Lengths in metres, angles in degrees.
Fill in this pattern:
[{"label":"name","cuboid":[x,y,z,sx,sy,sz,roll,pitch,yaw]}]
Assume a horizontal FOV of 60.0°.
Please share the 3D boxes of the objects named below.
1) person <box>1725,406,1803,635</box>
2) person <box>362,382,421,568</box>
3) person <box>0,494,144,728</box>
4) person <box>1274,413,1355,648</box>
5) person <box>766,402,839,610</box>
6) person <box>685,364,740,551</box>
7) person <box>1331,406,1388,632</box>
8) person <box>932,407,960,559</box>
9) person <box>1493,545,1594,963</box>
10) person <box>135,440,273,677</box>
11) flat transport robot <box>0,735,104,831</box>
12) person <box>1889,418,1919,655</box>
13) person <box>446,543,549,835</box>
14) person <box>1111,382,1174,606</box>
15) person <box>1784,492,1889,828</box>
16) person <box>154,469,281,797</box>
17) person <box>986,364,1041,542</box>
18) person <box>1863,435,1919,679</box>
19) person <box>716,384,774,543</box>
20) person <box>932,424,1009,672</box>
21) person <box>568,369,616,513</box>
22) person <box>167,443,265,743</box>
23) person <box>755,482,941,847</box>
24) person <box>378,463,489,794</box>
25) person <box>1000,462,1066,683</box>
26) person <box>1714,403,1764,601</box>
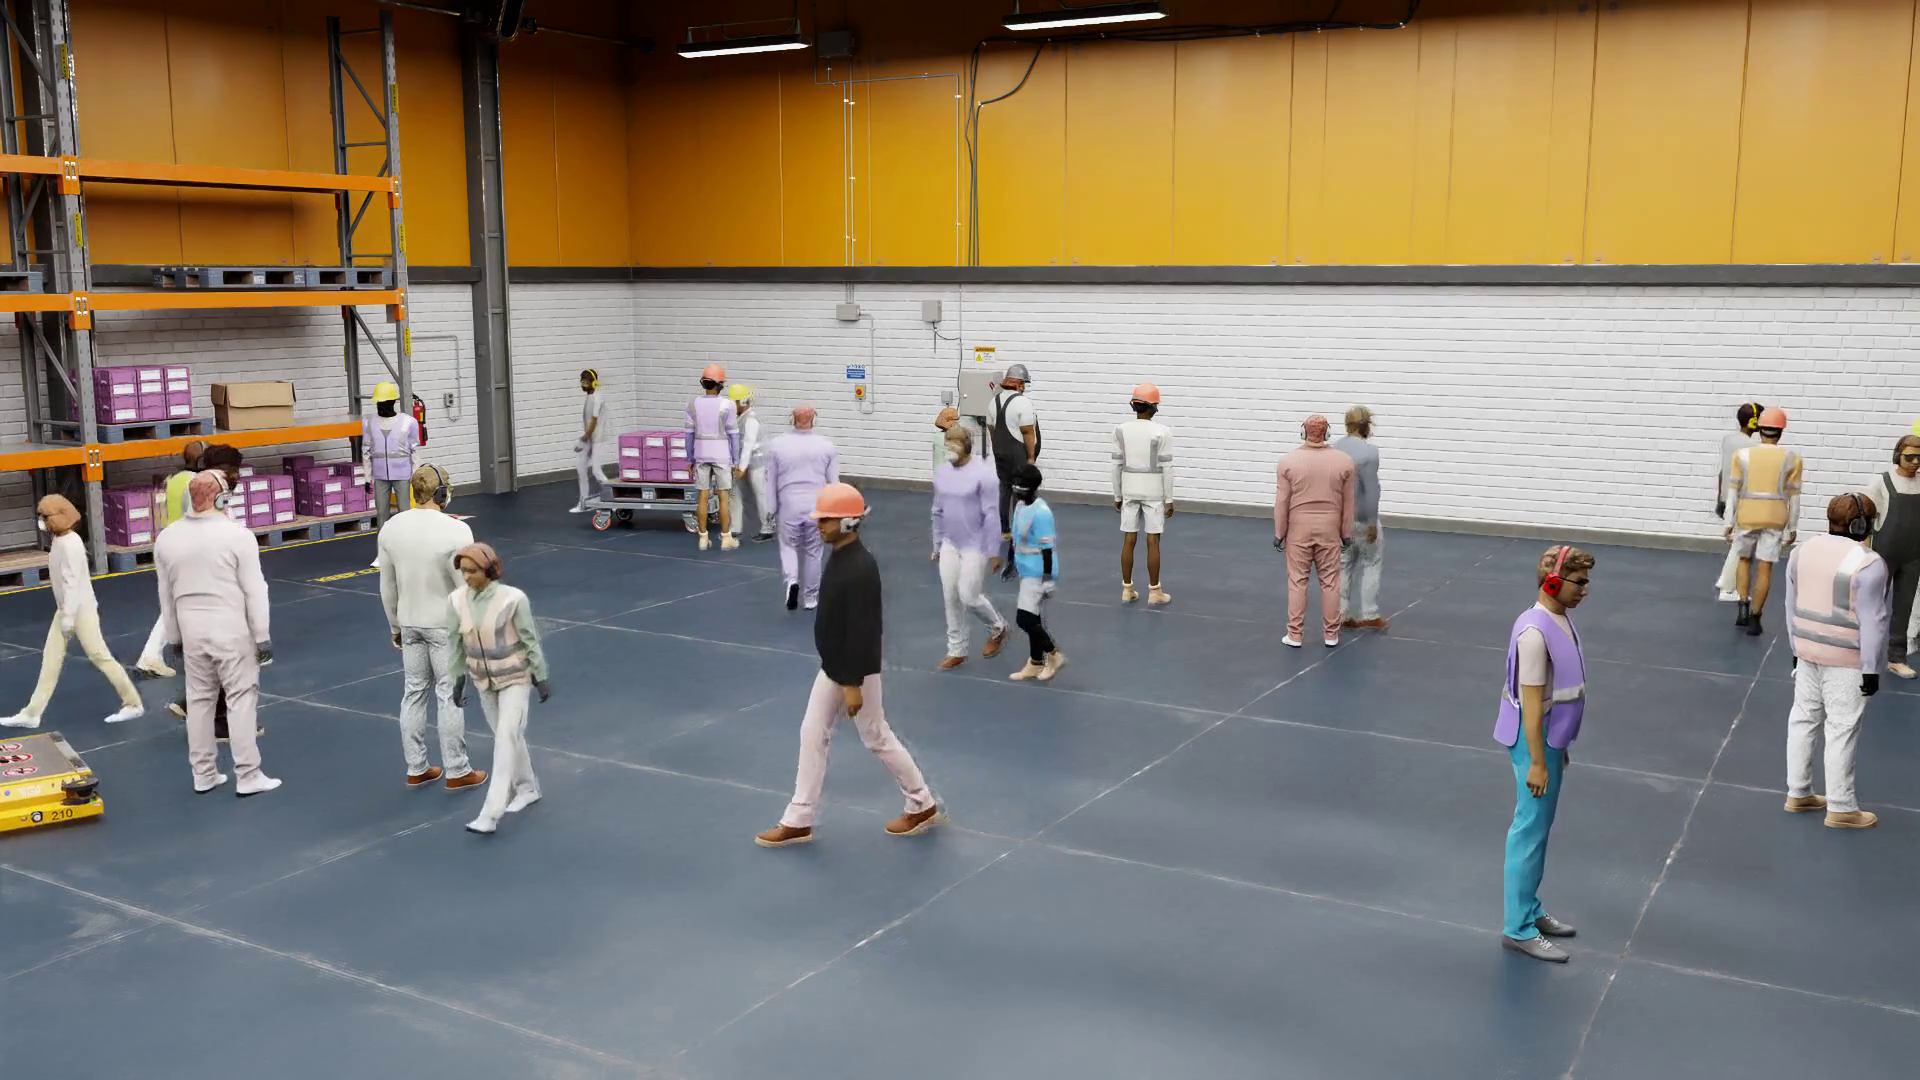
[{"label":"person","cuboid":[6.778,-0.166,14.030,0.558,1.913,0.570,5,11,31]},{"label":"person","cuboid":[-5.865,-0.671,17.171,0.589,1.924,0.384,0,9,-2]},{"label":"person","cuboid":[-5.936,0.475,11.081,0.866,1.578,0.520,-7,11,-37]},{"label":"person","cuboid":[2.858,-0.072,13.490,0.644,1.907,0.400,0,9,1]},{"label":"person","cuboid":[-1.398,-0.283,14.836,0.664,1.892,0.593,0,9,-3]},{"label":"person","cuboid":[-2.698,-0.903,18.254,0.615,2.040,0.391,2,9,12]},{"label":"person","cuboid":[3.367,-0.171,14.102,0.528,1.905,0.682,-6,11,-34]},{"label":"person","cuboid":[-0.135,-0.580,17.509,0.268,1.632,0.506,-4,10,-23]},{"label":"person","cuboid":[2.599,0.929,7.446,0.385,1.839,0.565,5,10,27]},{"label":"person","cuboid":[-5.785,0.140,12.543,0.631,1.798,0.948,8,12,41]},{"label":"flat transport robot","cuboid":[-5.437,1.371,9.571,0.652,0.197,1.431,-7,11,-37]},{"label":"person","cuboid":[7.682,-0.040,13.270,0.588,1.912,0.602,-5,10,-28]},{"label":"person","cuboid":[-2.557,0.795,9.101,0.536,1.576,0.820,4,10,21]},{"label":"person","cuboid":[1.682,-0.417,15.221,0.605,2.044,0.375,5,10,29]},{"label":"person","cuboid":[4.842,0.650,9.185,0.430,1.844,0.624,-3,9,-15]},{"label":"person","cuboid":[-4.293,0.540,9.673,0.647,1.909,0.402,2,9,11]},{"label":"person","cuboid":[0.654,-0.970,18.678,0.535,2.000,0.673,-7,12,-38]},{"label":"person","cuboid":[7.012,0.126,12.445,0.516,1.842,0.328,0,9,0]},{"label":"person","cuboid":[-2.437,-0.845,18.651,0.744,1.787,0.620,-4,10,-24]},{"label":"person","cuboid":[0.084,0.054,12.683,0.666,1.914,0.585,8,12,42]},{"label":"person","cuboid":[-4.622,-1.235,20.986,0.650,1.843,0.520,-5,11,-30]},{"label":"person","cuboid":[-4.838,0.348,10.788,0.528,1.930,0.702,-6,11,-32]},{"label":"person","cuboid":[-0.562,0.658,8.817,1.003,1.951,0.626,-4,10,-21]},{"label":"person","cuboid":[-3.078,0.515,9.722,0.633,1.938,0.356,3,10,19]},{"label":"person","cuboid":[0.523,0.252,12.193,0.367,1.673,0.622,-2,9,-12]},{"label":"person","cuboid":[7.233,-0.343,15.354,0.436,1.852,0.549,-1,9,-8]}]
